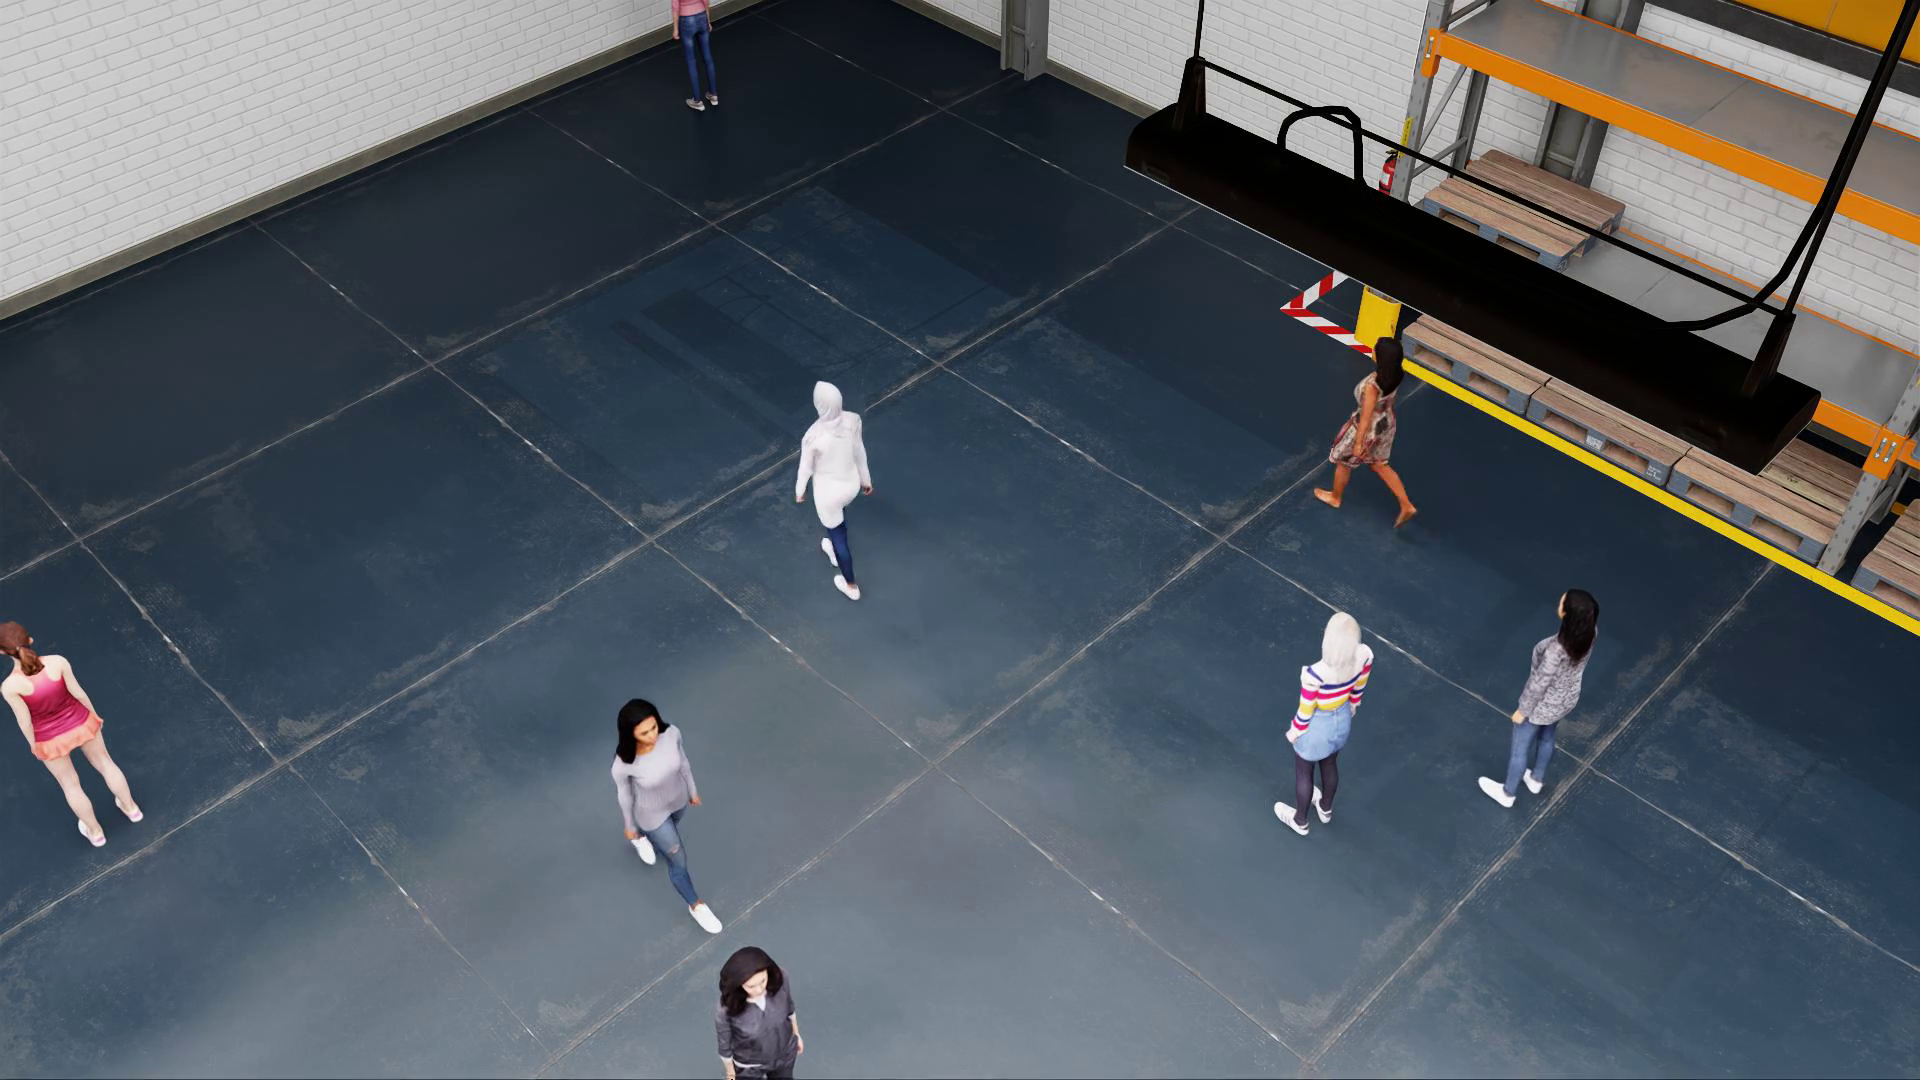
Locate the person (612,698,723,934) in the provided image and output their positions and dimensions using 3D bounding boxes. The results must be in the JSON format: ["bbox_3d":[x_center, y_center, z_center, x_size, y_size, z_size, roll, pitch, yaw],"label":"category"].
[{"bbox_3d":[-1.771,1.479,9.543,1.138,1.699,0.647,32,52,29],"label":"person"}]

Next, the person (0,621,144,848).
[{"bbox_3d":[-5.319,1.136,9.865,0.536,1.751,0.561,32,52,29],"label":"person"}]

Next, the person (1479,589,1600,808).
[{"bbox_3d":[3.564,0.966,10.058,0.652,1.731,0.591,-26,49,-25],"label":"person"}]

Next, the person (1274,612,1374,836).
[{"bbox_3d":[2.164,1.090,9.872,0.705,1.808,0.613,-20,47,-20],"label":"person"}]

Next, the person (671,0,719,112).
[{"bbox_3d":[-2.643,-5.101,16.419,0.603,1.742,0.523,-28,50,-26],"label":"person"}]

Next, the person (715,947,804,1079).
[{"bbox_3d":[-1.004,2.561,8.360,0.631,1.764,0.561,-26,50,-25],"label":"person"}]

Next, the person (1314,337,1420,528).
[{"bbox_3d":[3.020,-0.748,11.936,1.030,1.622,0.637,32,52,29],"label":"person"}]

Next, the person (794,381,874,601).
[{"bbox_3d":[-0.798,-0.289,11.358,0.722,1.755,0.884,-28,50,-26],"label":"person"}]
